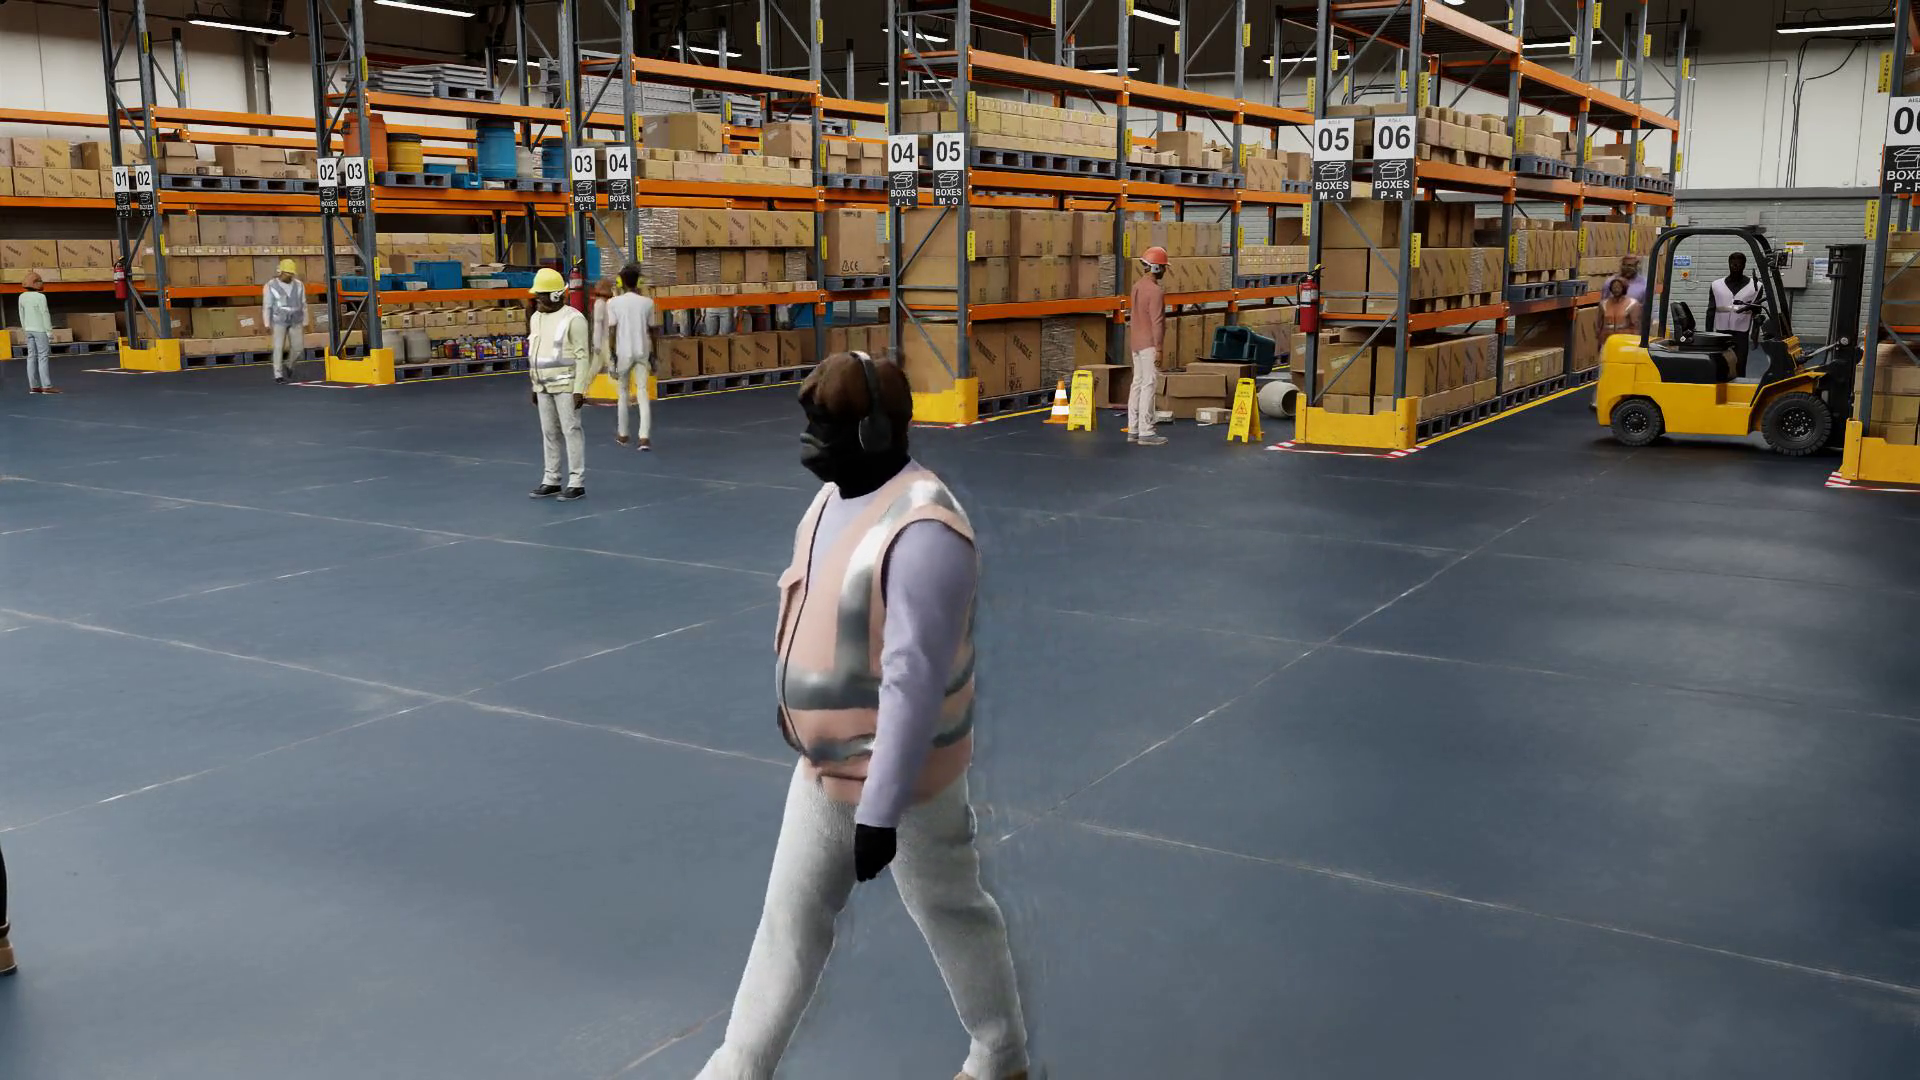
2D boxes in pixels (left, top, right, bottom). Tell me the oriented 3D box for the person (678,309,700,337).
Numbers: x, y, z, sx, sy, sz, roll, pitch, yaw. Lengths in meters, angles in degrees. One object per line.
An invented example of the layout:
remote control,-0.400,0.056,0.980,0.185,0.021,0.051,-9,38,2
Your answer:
person,-5.618,-4.901,34.322,0.502,1.614,0.653,3,11,19

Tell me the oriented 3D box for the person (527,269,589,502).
person,-3.177,-1.215,13.098,0.591,1.824,0.404,7,12,35

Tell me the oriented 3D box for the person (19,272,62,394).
person,-12.438,-2.786,22.431,0.498,1.634,0.280,4,11,22

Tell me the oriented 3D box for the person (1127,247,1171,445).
person,1.921,-1.953,16.786,0.401,1.986,0.617,-3,11,-18

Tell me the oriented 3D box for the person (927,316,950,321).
person,-0.358,-3.397,25.617,0.536,1.730,0.884,7,12,34

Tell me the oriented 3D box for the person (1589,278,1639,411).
person,7.835,-2.321,19.901,0.527,1.598,0.826,7,12,35

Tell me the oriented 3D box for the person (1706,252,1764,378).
person,9.163,-2.446,19.731,0.597,1.917,0.374,6,12,31

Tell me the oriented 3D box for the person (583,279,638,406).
person,-4.385,-2.450,20.686,0.872,1.579,0.508,-1,10,-4

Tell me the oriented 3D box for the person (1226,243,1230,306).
person,5.790,-5.327,35.548,0.392,2.034,0.605,4,11,23

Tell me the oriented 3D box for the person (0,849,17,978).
person,-2.725,0.416,4.349,0.321,1.688,0.529,-3,11,-16

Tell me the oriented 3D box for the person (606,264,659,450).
person,-3.228,-1.807,16.453,0.530,1.817,1.003,-4,11,-23

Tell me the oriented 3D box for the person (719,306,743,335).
person,-3.932,-3.854,28.115,0.531,1.748,0.622,0,10,-2

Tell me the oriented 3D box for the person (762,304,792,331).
person,-3.239,-4.176,29.421,0.561,1.917,0.457,2,10,9

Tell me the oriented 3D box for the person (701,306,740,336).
person,-3.653,-3.453,25.343,0.628,1.932,0.365,1,10,3

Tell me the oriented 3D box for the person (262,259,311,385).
person,-9.671,-3.129,23.900,0.698,1.793,0.458,-9,14,-42

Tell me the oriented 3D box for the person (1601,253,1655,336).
person,8.492,-2.706,21.254,0.685,1.888,0.439,6,12,31

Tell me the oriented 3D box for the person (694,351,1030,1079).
person,-0.232,0.492,3.634,0.947,1.789,0.651,-5,11,-27

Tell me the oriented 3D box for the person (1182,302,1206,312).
person,4.492,-4.490,32.079,0.518,1.600,0.836,1,10,4

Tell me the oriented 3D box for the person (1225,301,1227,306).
person,6.008,-5.518,36.884,0.358,1.938,0.542,8,13,37

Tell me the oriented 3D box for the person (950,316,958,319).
person,0.217,-2.850,22.042,0.567,1.893,0.965,6,12,32
